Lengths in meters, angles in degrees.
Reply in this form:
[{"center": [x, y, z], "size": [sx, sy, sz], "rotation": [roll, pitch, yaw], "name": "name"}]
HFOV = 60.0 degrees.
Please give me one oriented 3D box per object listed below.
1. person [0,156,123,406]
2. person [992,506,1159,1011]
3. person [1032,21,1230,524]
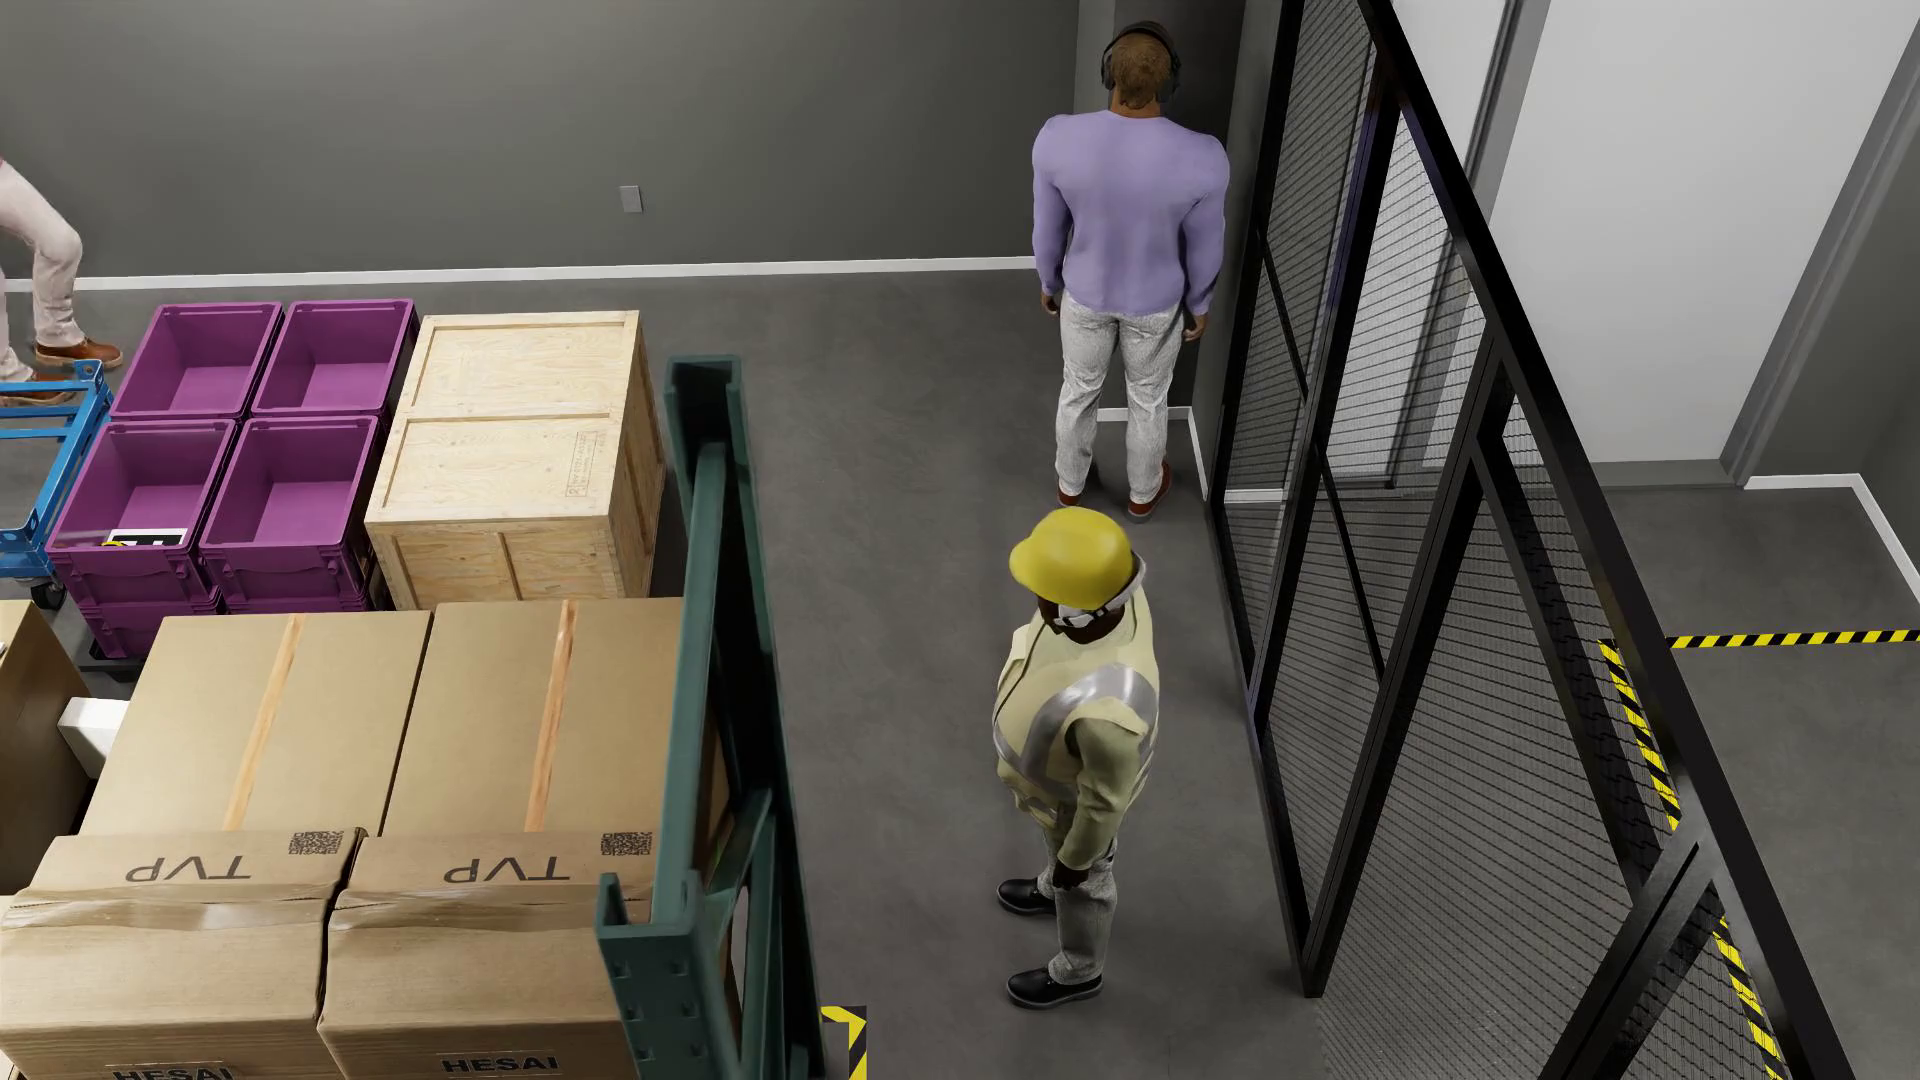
[{"center": [-3.566, -1.266, 5.949], "size": [0.584, 1.957, 0.639], "rotation": [-3, 46, -3], "name": "person"}, {"center": [0.282, 0.586, 4.274], "size": [0.403, 1.827, 0.591], "rotation": [-2, 46, -2], "name": "person"}, {"center": [0.543, -0.833, 5.552], "size": [0.632, 1.940, 0.372], "rotation": [10, 47, 9], "name": "person"}]
